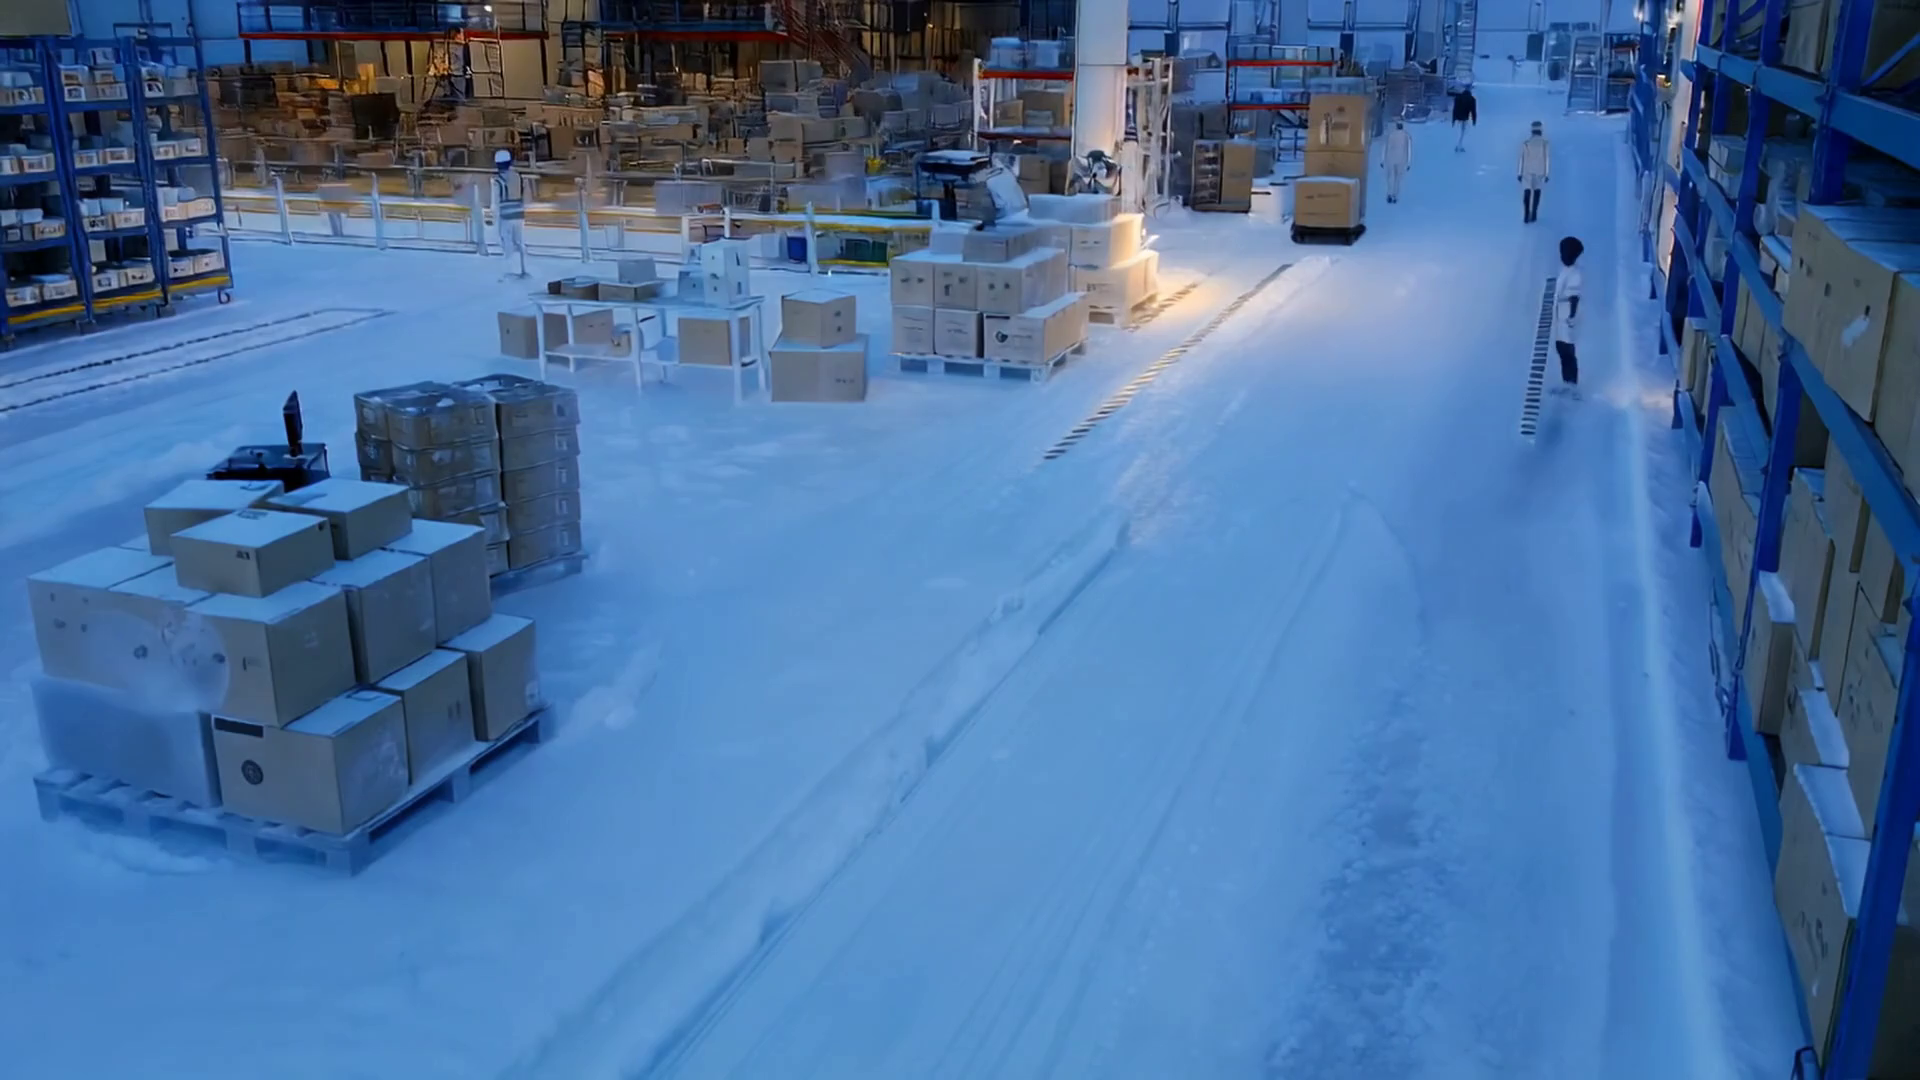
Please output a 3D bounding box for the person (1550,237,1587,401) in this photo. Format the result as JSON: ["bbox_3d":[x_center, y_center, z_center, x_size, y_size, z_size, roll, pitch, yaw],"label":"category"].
[{"bbox_3d":[6.397,-2.315,17.422,0.319,1.656,0.737,3,18,10],"label":"person"}]

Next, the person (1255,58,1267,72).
[{"bbox_3d":[16.331,-25.644,90.357,0.613,1.871,0.974,-10,20,-29],"label":"person"}]

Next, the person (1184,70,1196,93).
[{"bbox_3d":[8.214,-15.755,59.213,0.448,1.918,0.580,12,21,34],"label":"person"}]

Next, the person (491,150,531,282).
[{"bbox_3d":[-6.761,-4.848,24.927,0.425,1.938,0.603,11,21,31],"label":"person"}]

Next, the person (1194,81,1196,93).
[{"bbox_3d":[8.217,-15.094,57.678,0.824,1.587,0.502,13,22,35],"label":"person"}]

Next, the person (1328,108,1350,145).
[{"bbox_3d":[8.913,-9.237,39.000,0.533,1.744,0.687,9,20,25],"label":"person"}]

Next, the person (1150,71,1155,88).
[{"bbox_3d":[6.974,-16.211,60.777,0.796,1.840,0.504,12,21,34],"label":"person"}]

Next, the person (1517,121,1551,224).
[{"bbox_3d":[10.990,-7.047,31.884,0.572,1.896,0.917,6,19,19],"label":"person"}]

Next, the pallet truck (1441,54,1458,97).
[{"bbox_3d":[22.765,-21.886,78.355,0.823,1.965,1.885,-4,18,-14],"label":"pallet truck"}]

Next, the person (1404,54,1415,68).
[{"bbox_3d":[21.524,-22.275,79.678,0.354,1.936,0.635,-10,20,-28],"label":"person"}]

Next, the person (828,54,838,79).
[{"bbox_3d":[-6.212,-22.862,81.606,0.572,1.885,0.356,10,20,28],"label":"person"}]

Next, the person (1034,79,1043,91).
[{"bbox_3d":[3.118,-18.308,67.290,0.648,1.910,0.593,-11,20,-30],"label":"person"}]

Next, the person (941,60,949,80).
[{"bbox_3d":[-0.662,-20.756,75.107,0.524,1.804,0.544,14,22,37],"label":"person"}]

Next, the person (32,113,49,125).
[{"bbox_3d":[-28.582,-13.414,51.712,0.604,2.020,0.903,-8,19,-24],"label":"person"}]

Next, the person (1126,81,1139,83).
[{"bbox_3d":[9.759,-26.635,93.436,0.629,1.914,0.949,-10,20,-28],"label":"person"}]

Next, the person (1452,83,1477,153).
[{"bbox_3d":[14.497,-12.077,47.597,0.983,1.946,0.659,-17,24,-42],"label":"person"}]

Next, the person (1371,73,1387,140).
[{"bbox_3d":[13.115,-13.673,52.481,0.537,2.000,0.675,-5,18,-15],"label":"person"}]

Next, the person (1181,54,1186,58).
[{"bbox_3d":[11.386,-23.822,84.750,0.723,1.809,0.628,-2,18,-5],"label":"person"}]

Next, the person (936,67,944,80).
[{"bbox_3d":[-0.757,-16.327,60.938,0.362,1.966,0.611,-2,18,-6],"label":"person"}]

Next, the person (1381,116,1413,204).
[{"bbox_3d":[9.176,-7.984,34.961,0.619,1.819,0.418,4,18,11],"label":"person"}]

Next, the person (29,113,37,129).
[{"bbox_3d":[-30.710,-14.365,54.902,0.648,1.888,0.431,-13,22,-35],"label":"person"}]

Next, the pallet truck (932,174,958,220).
[{"bbox_3d":[-0.507,-5.292,27.348,0.653,1.274,1.630,6,19,19],"label":"pallet truck"}]

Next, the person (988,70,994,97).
[{"bbox_3d":[1.291,-18.037,66.659,0.436,1.749,0.543,8,19,23],"label":"person"}]

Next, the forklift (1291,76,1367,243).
[{"bbox_3d":[6.598,-6.755,29.381,1.129,2.768,1.873,6,19,19],"label":"forklift"}]

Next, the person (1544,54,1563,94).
[{"bbox_3d":[29.119,-22.745,81.227,0.883,1.896,0.569,16,24,41],"label":"person"}]
